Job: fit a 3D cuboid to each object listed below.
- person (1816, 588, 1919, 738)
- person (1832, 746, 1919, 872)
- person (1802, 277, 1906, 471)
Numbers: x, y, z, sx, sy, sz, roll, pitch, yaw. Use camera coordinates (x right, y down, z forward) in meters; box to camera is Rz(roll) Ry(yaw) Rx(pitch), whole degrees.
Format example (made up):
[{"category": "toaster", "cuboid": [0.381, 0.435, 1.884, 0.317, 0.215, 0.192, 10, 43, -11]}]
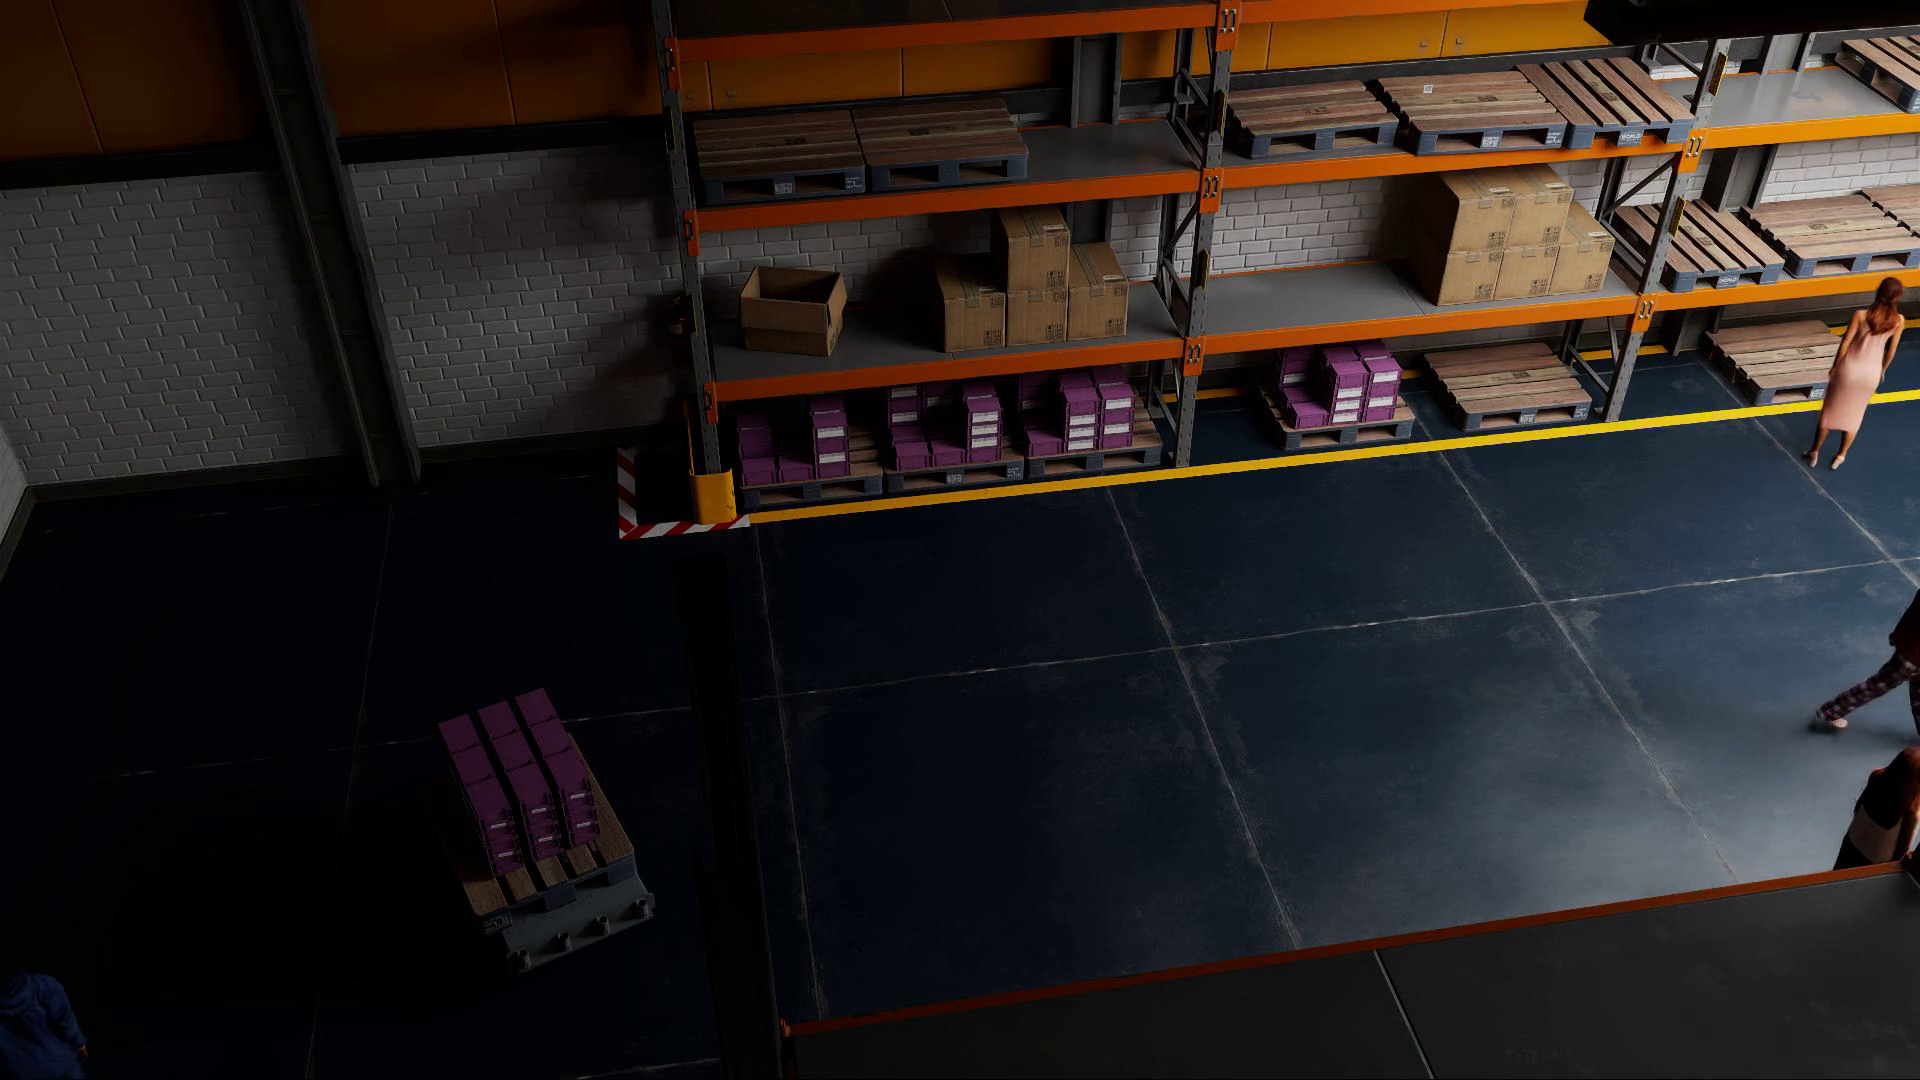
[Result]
[{"category": "person", "cuboid": [6.432, 0.754, 11.367, 1.221, 1.647, 0.976, 11, 40, 14]}, {"category": "person", "cuboid": [5.425, 1.861, 9.920, 0.495, 1.722, 0.571, -8, 39, -10]}, {"category": "person", "cuboid": [7.498, -1.384, 13.896, 0.590, 1.832, 0.712, 11, 40, 13]}]
